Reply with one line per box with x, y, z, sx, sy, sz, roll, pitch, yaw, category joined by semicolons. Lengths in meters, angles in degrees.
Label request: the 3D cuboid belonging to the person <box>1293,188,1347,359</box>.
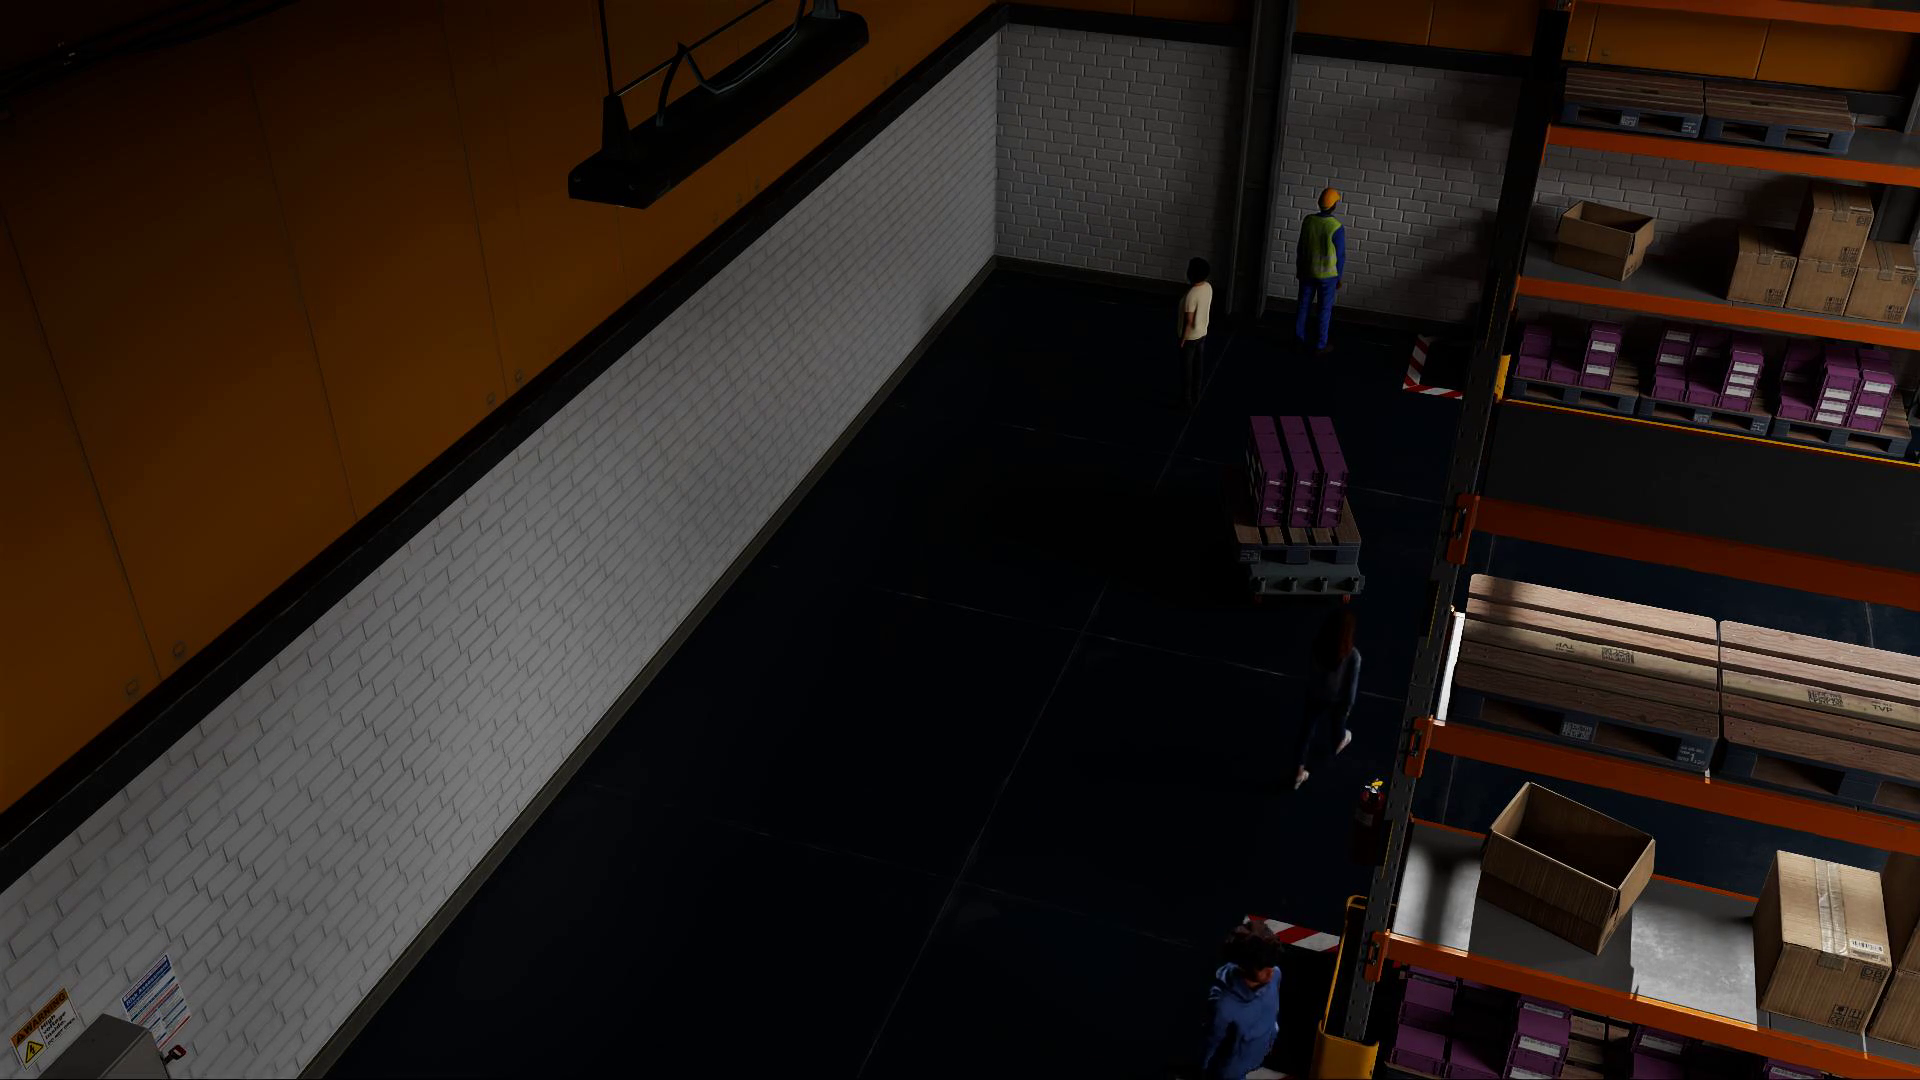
3.684;-2.758;17.090;0.594;1.813;0.779;20;38;27;person

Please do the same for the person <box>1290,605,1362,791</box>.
2.518;1.116;11.599;0.972;1.441;0.775;21;39;28;person

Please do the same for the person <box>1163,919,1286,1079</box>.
1.413;2.684;8.939;1.036;1.774;1.241;-26;42;-34;person

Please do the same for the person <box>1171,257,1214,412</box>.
2.260;-2.002;16.158;0.586;1.588;0.646;23;40;31;person
